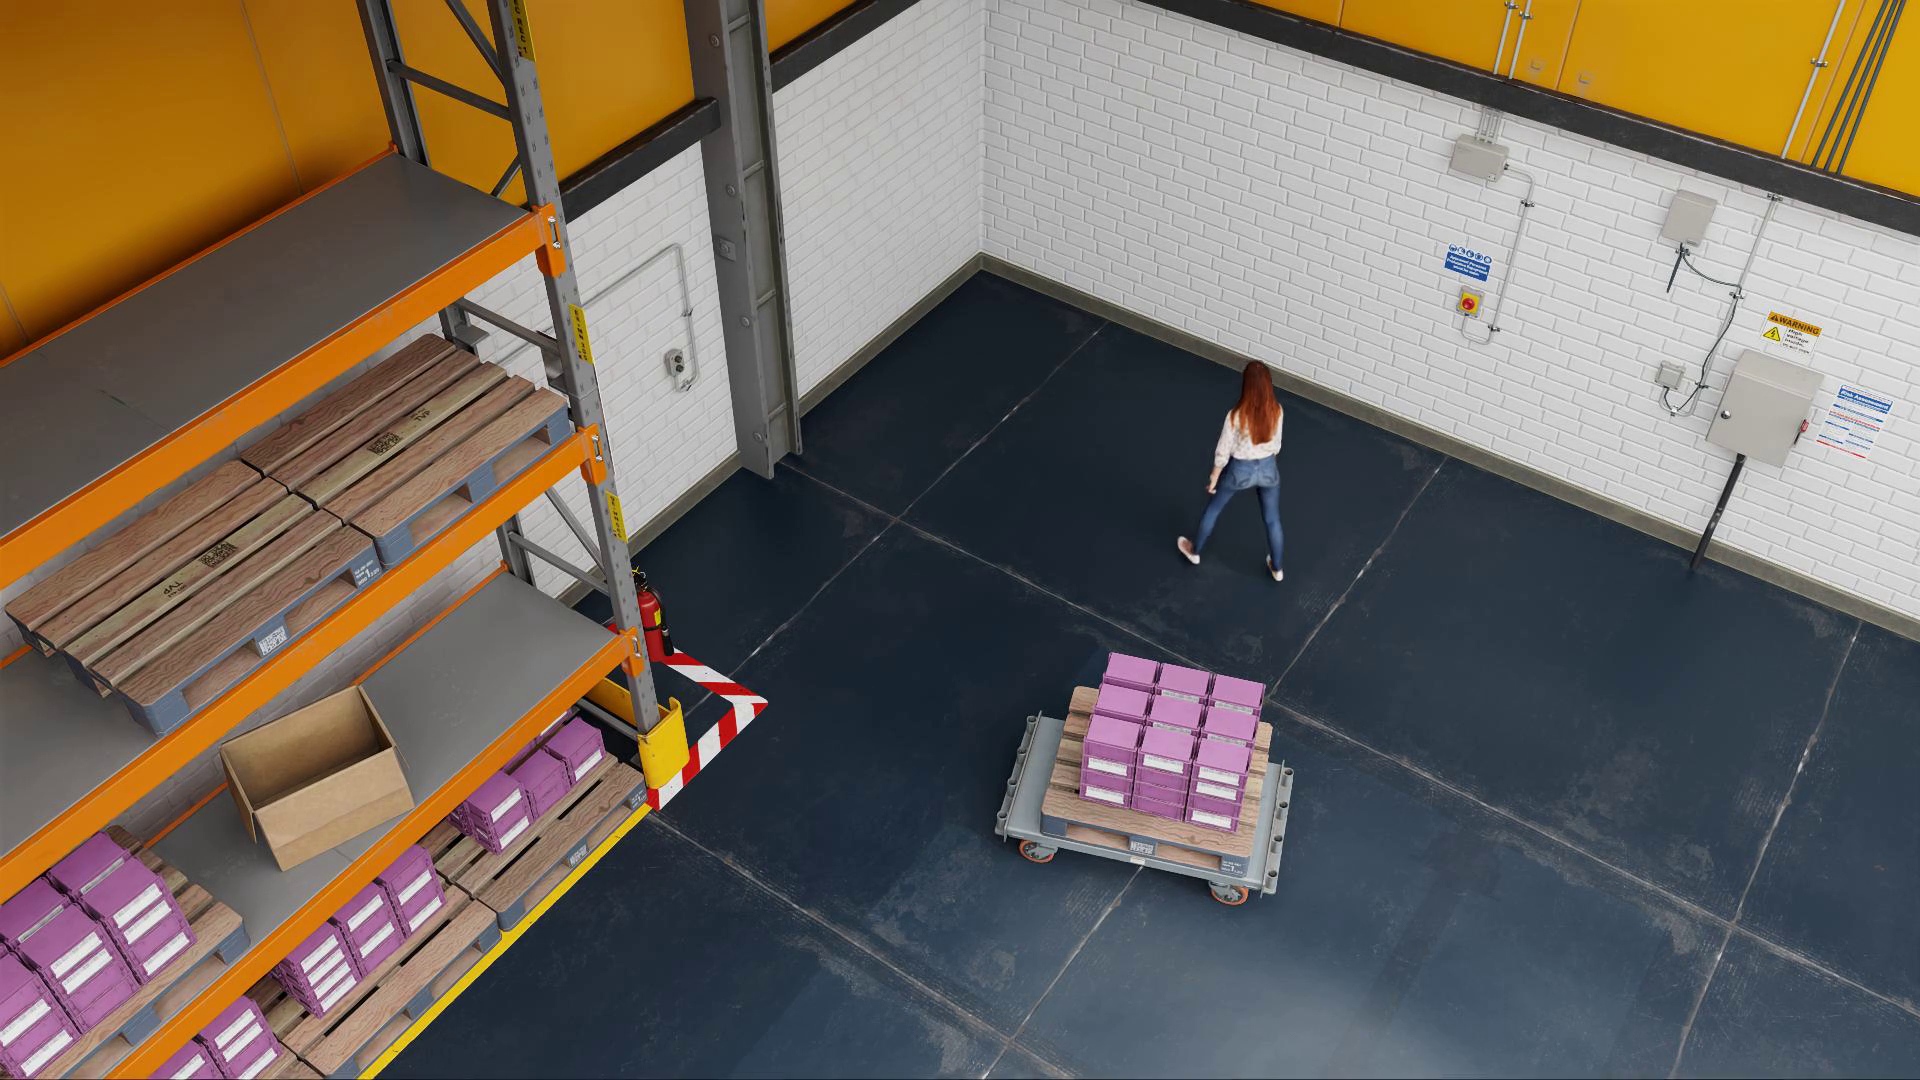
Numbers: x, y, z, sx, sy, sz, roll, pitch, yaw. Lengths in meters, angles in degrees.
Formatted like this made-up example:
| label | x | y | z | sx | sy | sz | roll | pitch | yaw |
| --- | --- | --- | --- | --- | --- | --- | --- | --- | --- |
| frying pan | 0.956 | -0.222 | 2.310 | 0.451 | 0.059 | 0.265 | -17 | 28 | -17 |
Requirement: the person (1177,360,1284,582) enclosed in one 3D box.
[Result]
| label | x | y | z | sx | sy | sz | roll | pitch | yaw |
| --- | --- | --- | --- | --- | --- | --- | --- | --- | --- |
| person | 1.903 | -0.440 | 11.152 | 0.977 | 1.689 | 1.026 | -4 | 44 | -5 |
